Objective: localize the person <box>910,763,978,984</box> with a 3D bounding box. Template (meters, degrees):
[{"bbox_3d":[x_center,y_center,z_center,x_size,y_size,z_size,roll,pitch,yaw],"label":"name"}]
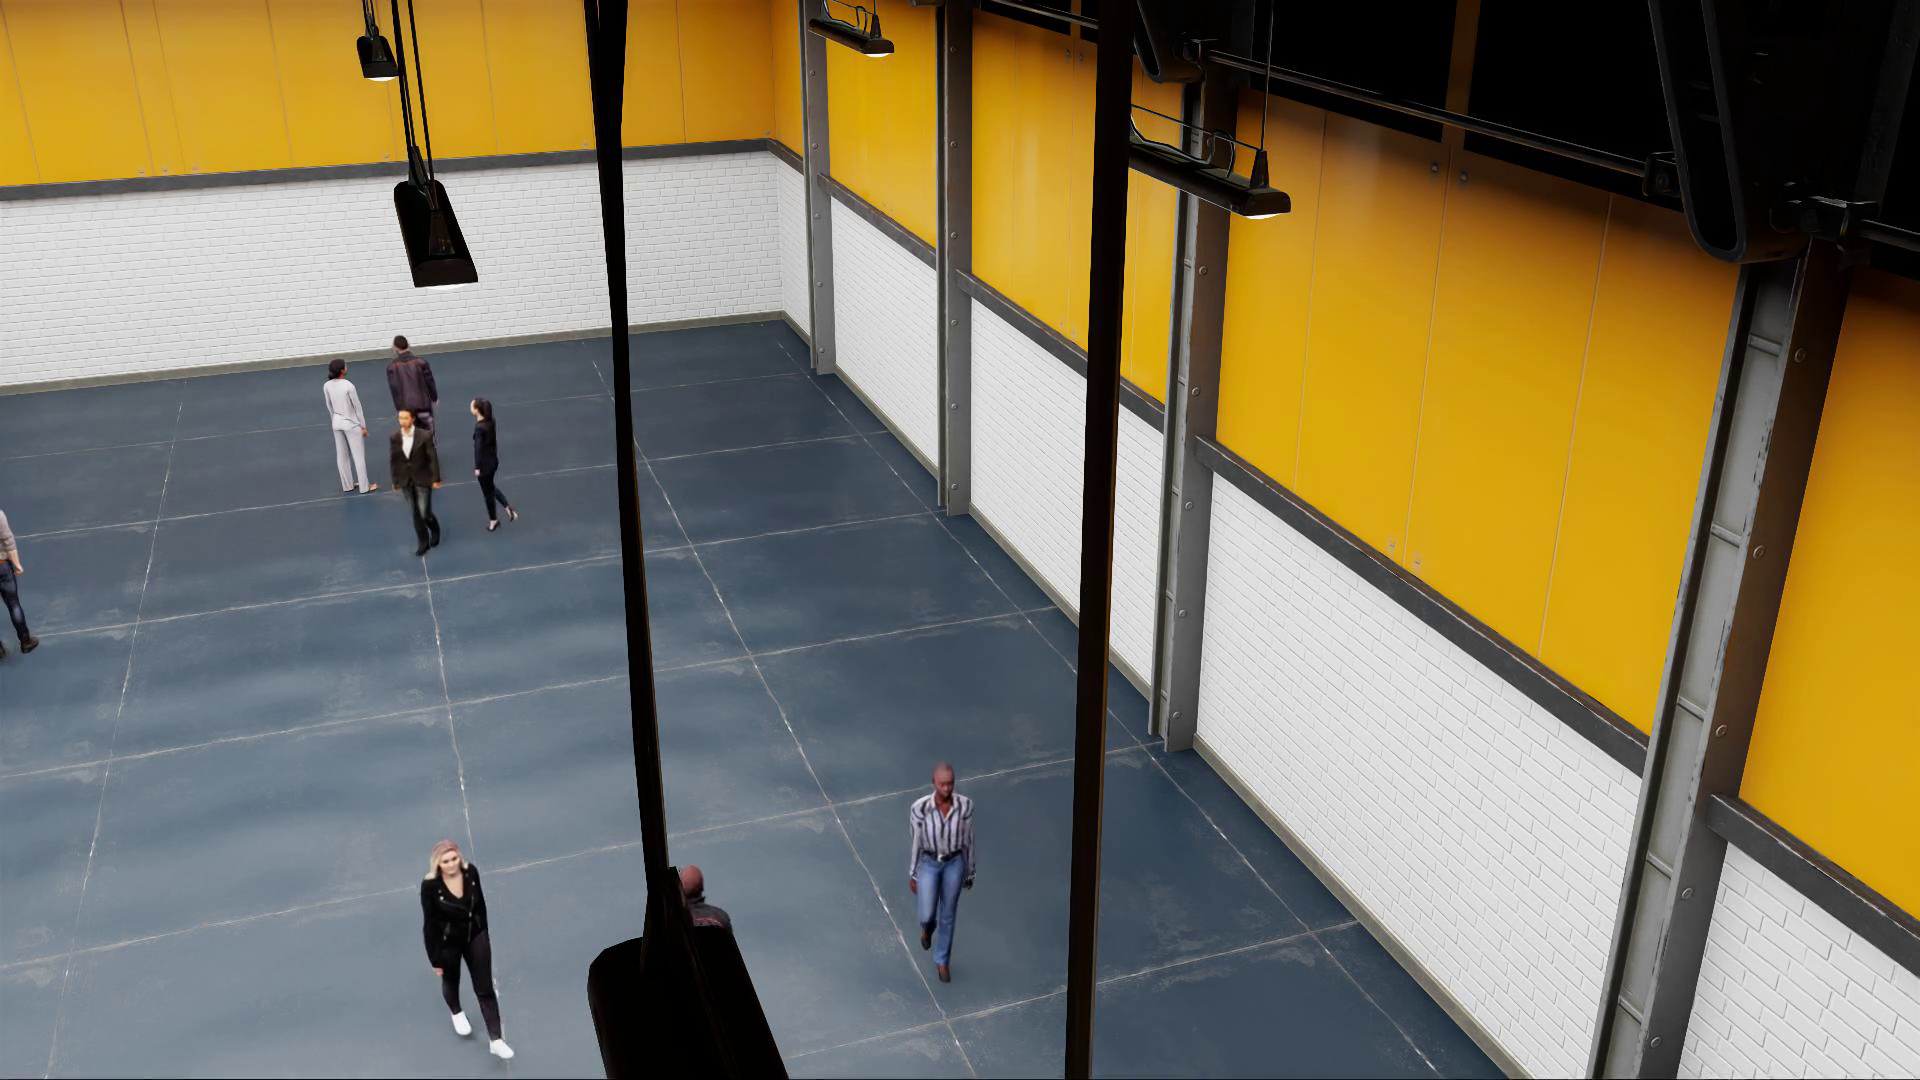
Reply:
[{"bbox_3d":[-0.161,2.377,12.170,0.687,1.782,0.731,-5,24,-11],"label":"person"}]

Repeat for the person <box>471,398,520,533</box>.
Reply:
[{"bbox_3d":[-5.524,-0.877,19.707,0.820,1.706,0.774,4,24,8],"label":"person"}]

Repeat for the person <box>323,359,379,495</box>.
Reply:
[{"bbox_3d":[-7.728,-1.441,20.961,0.718,1.736,0.752,8,25,17],"label":"person"}]

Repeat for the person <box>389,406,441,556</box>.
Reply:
[{"bbox_3d":[-6.262,-0.732,19.259,0.825,1.800,0.845,4,24,9],"label":"person"}]

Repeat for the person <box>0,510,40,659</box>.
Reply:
[{"bbox_3d":[-9.804,0.282,16.811,0.710,1.903,0.566,-10,26,-22],"label":"person"}]

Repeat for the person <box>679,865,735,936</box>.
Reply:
[{"bbox_3d":[-1.692,2.946,10.831,0.970,1.812,1.107,3,24,8],"label":"person"}]

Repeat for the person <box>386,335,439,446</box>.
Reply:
[{"bbox_3d":[-7.042,-1.726,21.509,0.897,1.819,1.158,-2,24,-4],"label":"person"}]

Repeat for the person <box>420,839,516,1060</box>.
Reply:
[{"bbox_3d":[-3.497,2.747,11.484,0.830,1.653,1.088,-17,29,-34],"label":"person"}]
